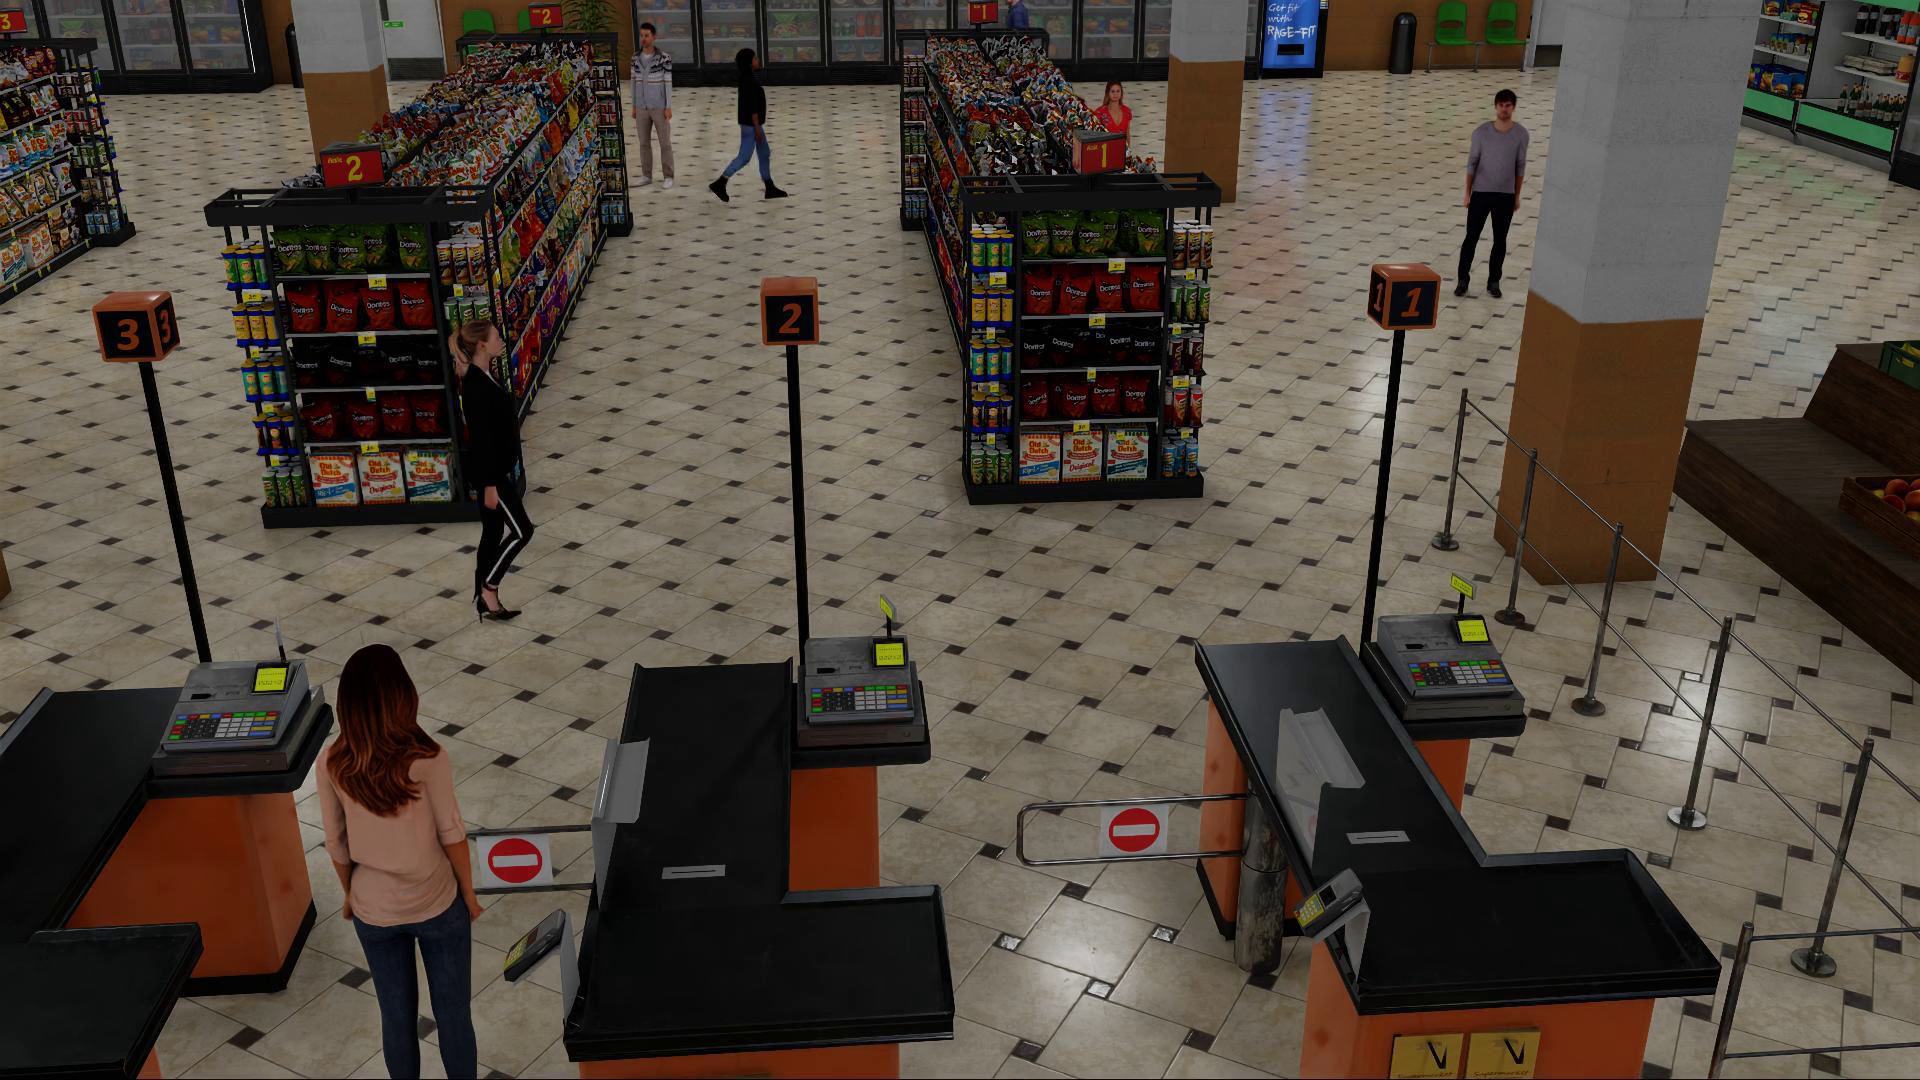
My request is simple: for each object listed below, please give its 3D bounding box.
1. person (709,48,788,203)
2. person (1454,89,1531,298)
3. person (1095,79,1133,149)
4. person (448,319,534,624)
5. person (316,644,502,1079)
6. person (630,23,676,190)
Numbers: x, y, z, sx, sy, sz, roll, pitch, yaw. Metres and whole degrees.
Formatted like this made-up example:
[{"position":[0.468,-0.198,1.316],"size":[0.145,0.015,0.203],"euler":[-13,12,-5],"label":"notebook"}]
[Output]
[{"position":[-2.406,-4.562,18.501],"size":[0.780,1.661,1.101],"euler":[-6,24,-14],"label":"person"},{"position":[4.803,-3.123,14.985],"size":[0.713,1.843,0.645],"euler":[5,24,11],"label":"person"},{"position":[1.573,-3.955,17.199],"size":[0.598,1.593,0.574],"euler":[-5,24,-11],"label":"person"},{"position":[-2.560,-0.318,8.762],"size":[0.755,1.693,0.604],"euler":[-8,25,-18],"label":"person"},{"position":[-1.753,1.151,5.281],"size":[0.603,1.792,0.540],"euler":[0,24,0],"label":"person"},{"position":[-3.593,-5.080,19.430],"size":[0.755,1.865,0.709],"euler":[7,25,15],"label":"person"}]
